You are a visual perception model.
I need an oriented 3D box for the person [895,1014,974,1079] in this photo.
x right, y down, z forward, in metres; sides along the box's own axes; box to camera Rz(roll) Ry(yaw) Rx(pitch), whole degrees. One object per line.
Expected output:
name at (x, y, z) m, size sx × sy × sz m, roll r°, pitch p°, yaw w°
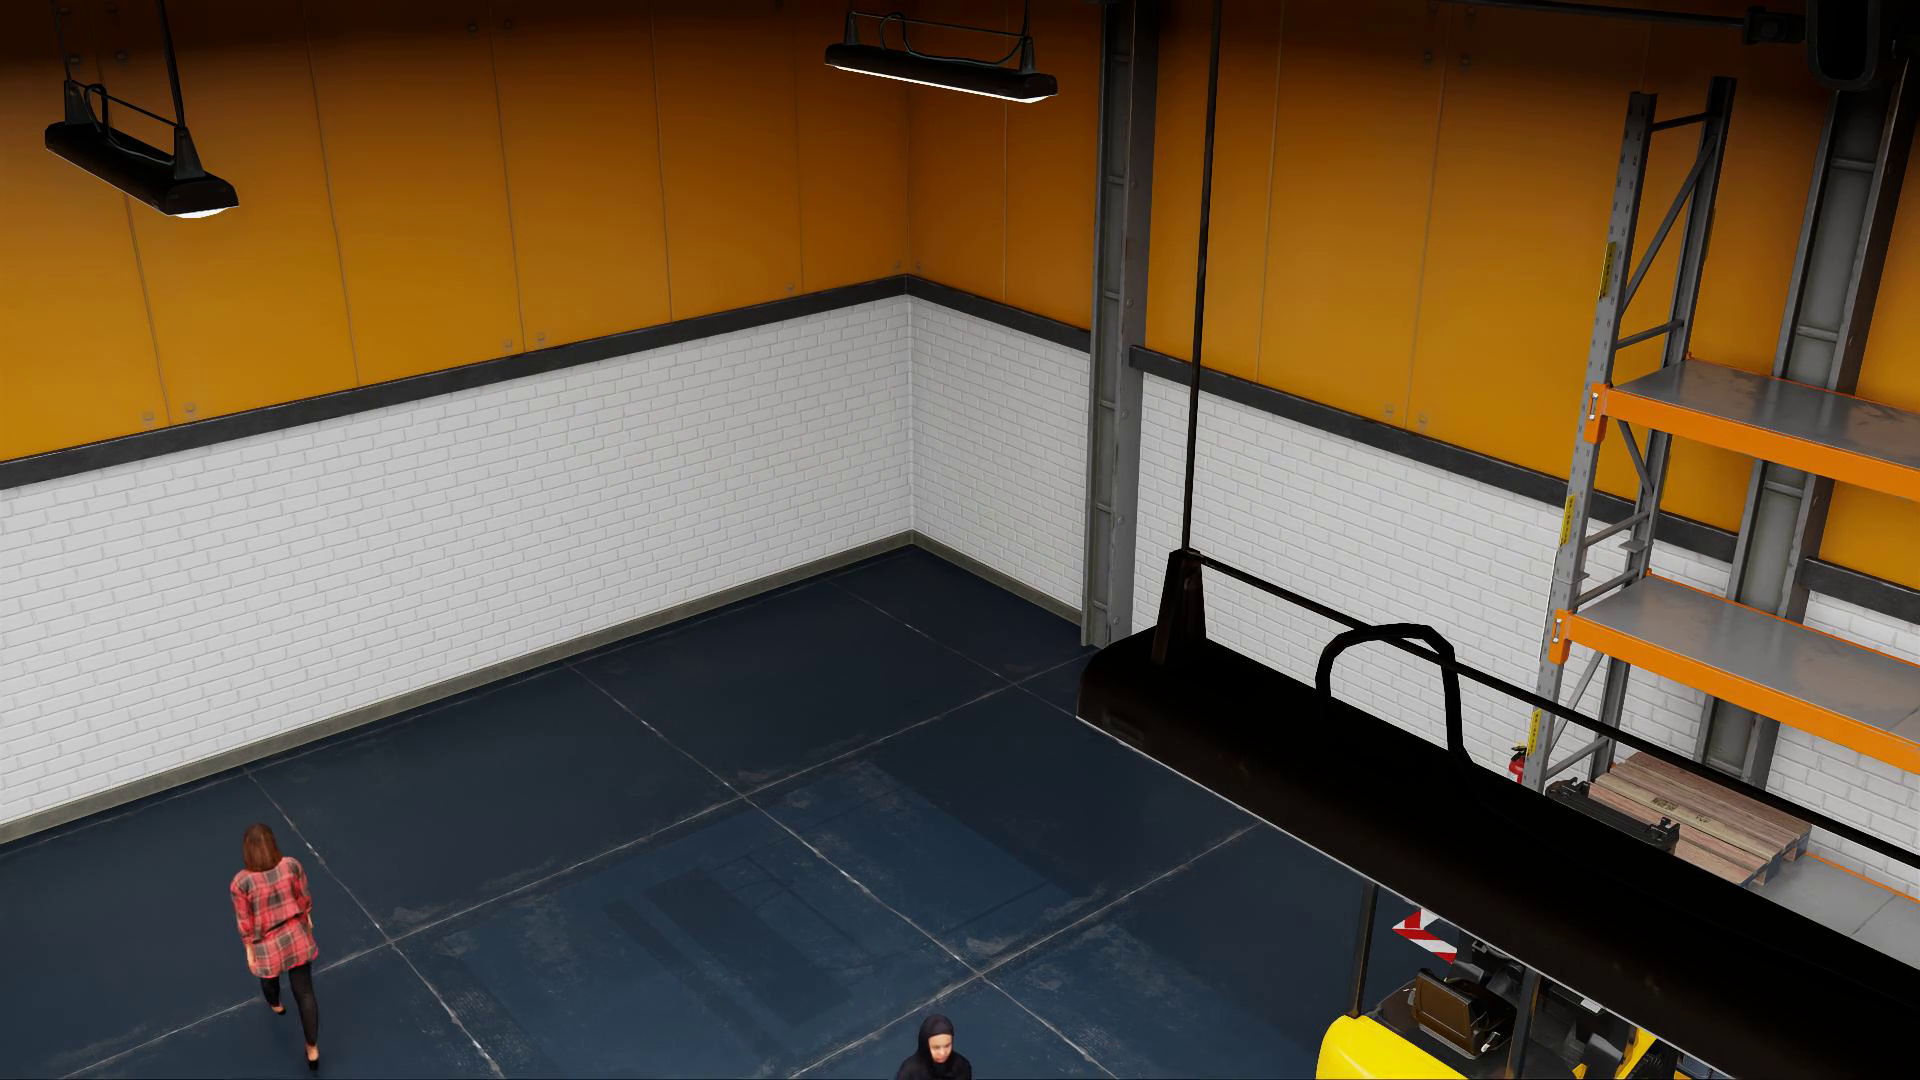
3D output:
person at (-0.161, 3.238, 9.125) m, size 0.778 × 1.608 × 0.884 m, roll -6°, pitch 24°, yaw -14°

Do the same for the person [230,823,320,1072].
person at (-4.280, 2.602, 10.527) m, size 0.705 × 1.649 × 1.121 m, roll -15°, pitch 28°, yaw -31°
